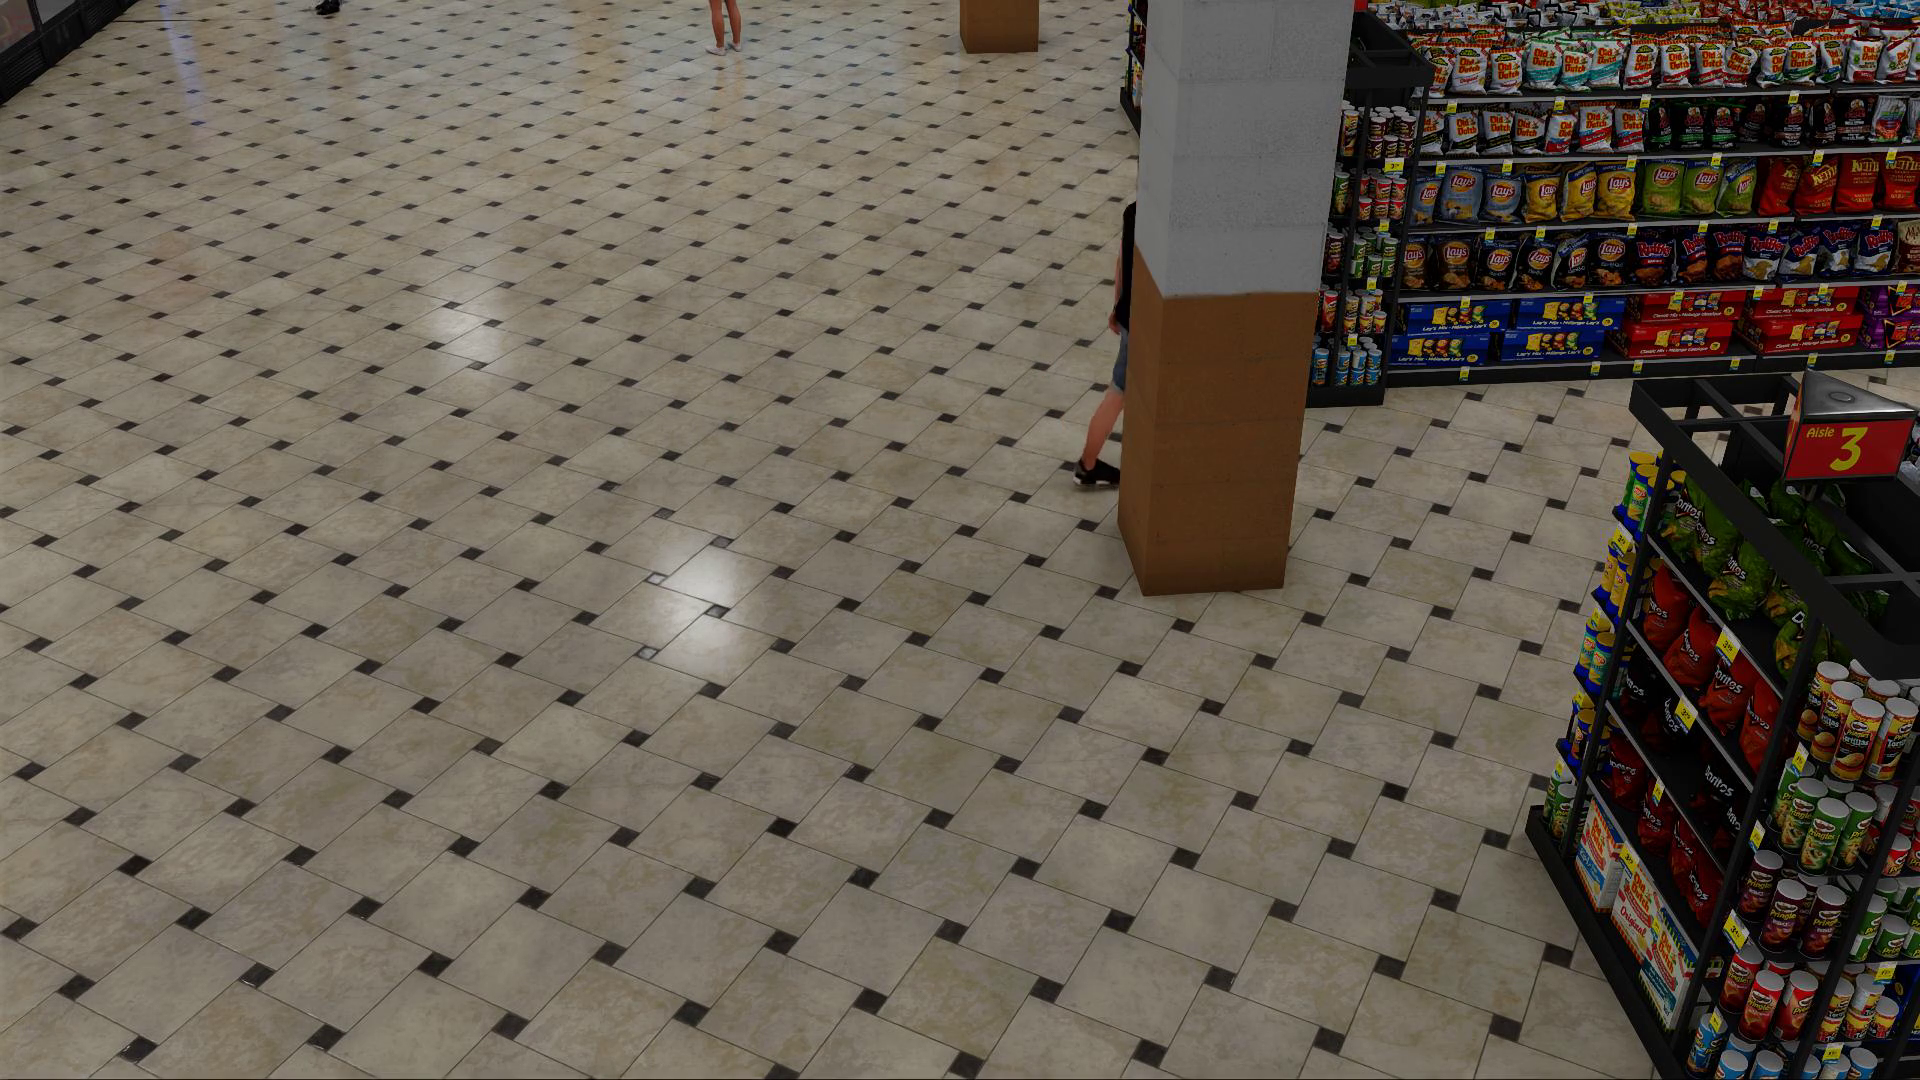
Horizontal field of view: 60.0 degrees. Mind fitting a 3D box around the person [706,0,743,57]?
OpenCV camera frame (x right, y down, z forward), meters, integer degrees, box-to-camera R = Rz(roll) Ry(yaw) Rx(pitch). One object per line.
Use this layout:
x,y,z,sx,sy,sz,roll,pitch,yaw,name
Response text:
-2.262,-5.404,15.617,0.698,1.631,0.785,-27,41,-36,person
